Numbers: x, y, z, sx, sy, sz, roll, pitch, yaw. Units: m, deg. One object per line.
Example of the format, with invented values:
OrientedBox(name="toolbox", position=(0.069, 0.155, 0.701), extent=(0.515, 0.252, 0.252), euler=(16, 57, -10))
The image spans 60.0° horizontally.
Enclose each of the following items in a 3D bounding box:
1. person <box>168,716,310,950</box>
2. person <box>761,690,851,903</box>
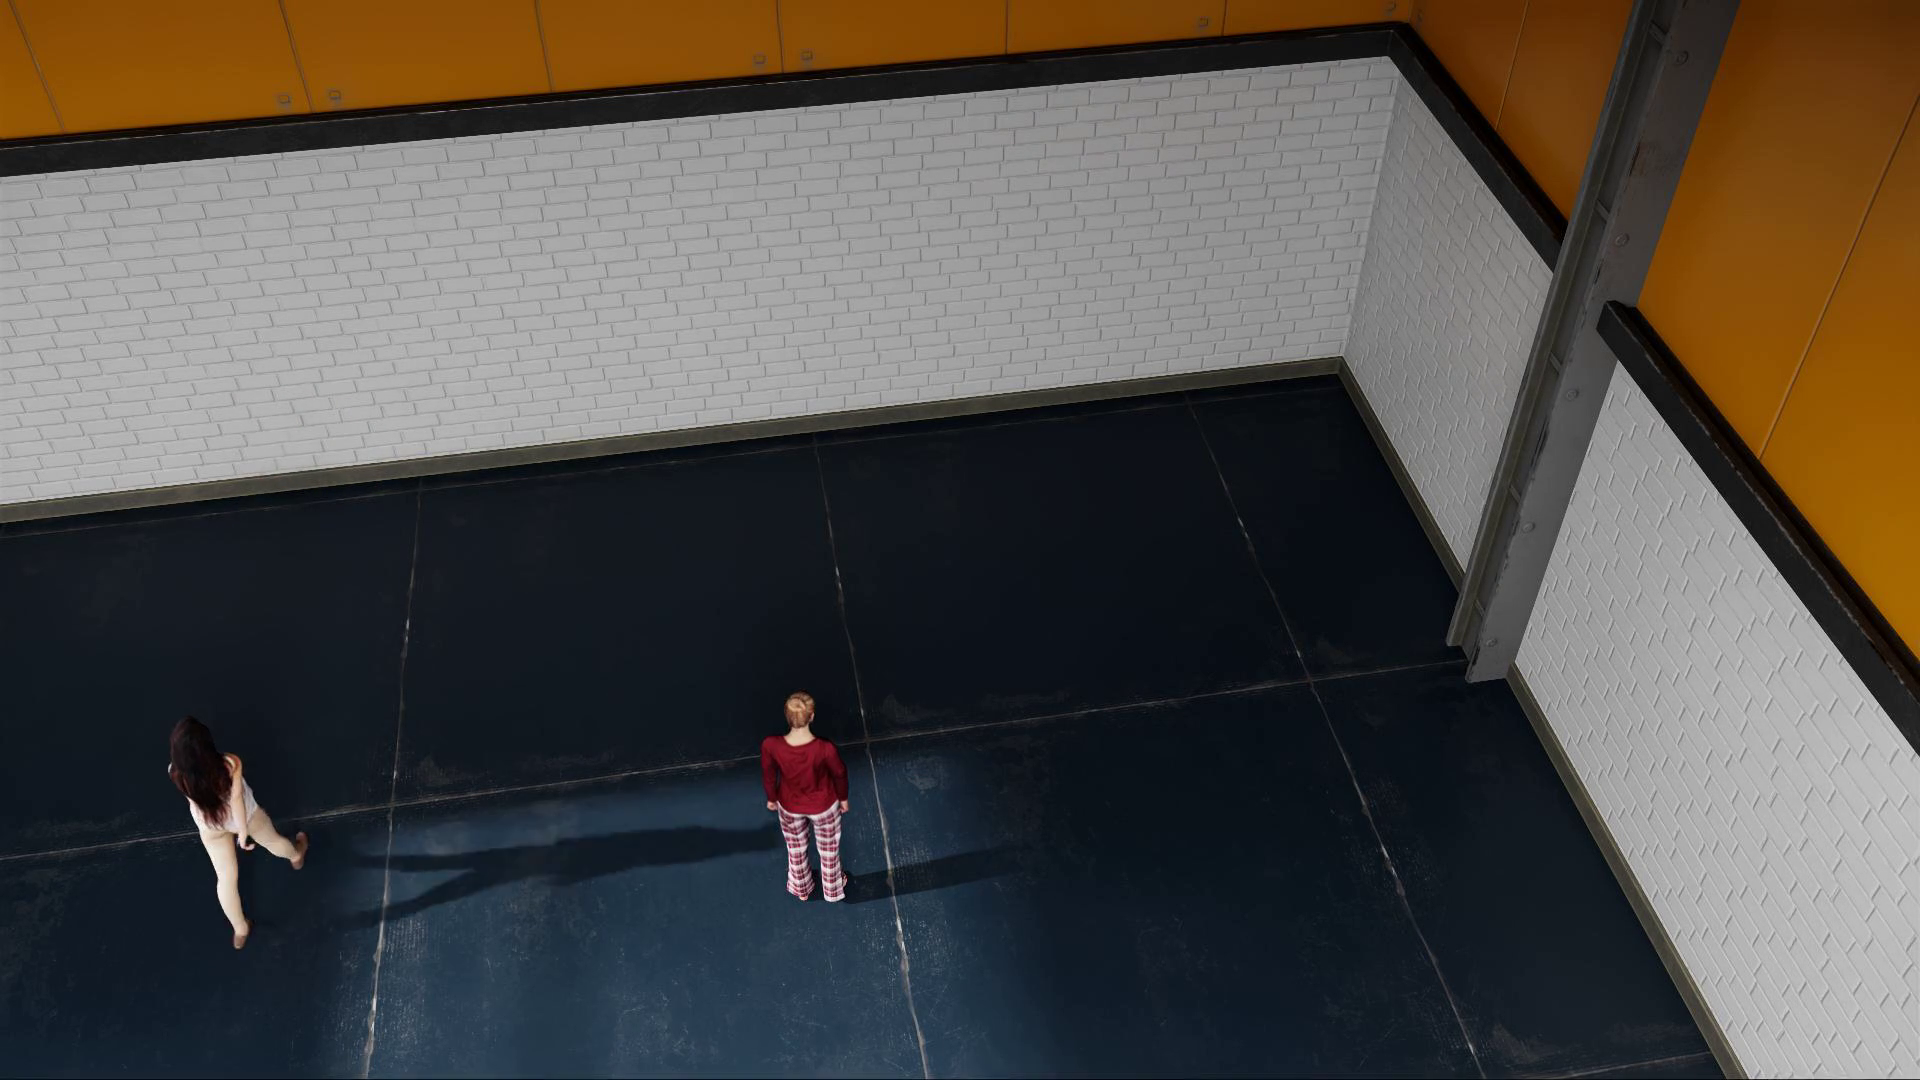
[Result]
OrientedBox(name="person", position=(-4.143, 1.462, 9.426), extent=(1.015, 1.641, 0.527), euler=(-7, 44, -7))
OrientedBox(name="person", position=(-0.863, 1.453, 9.384), extent=(0.668, 1.710, 0.587), euler=(2, 44, 2))
